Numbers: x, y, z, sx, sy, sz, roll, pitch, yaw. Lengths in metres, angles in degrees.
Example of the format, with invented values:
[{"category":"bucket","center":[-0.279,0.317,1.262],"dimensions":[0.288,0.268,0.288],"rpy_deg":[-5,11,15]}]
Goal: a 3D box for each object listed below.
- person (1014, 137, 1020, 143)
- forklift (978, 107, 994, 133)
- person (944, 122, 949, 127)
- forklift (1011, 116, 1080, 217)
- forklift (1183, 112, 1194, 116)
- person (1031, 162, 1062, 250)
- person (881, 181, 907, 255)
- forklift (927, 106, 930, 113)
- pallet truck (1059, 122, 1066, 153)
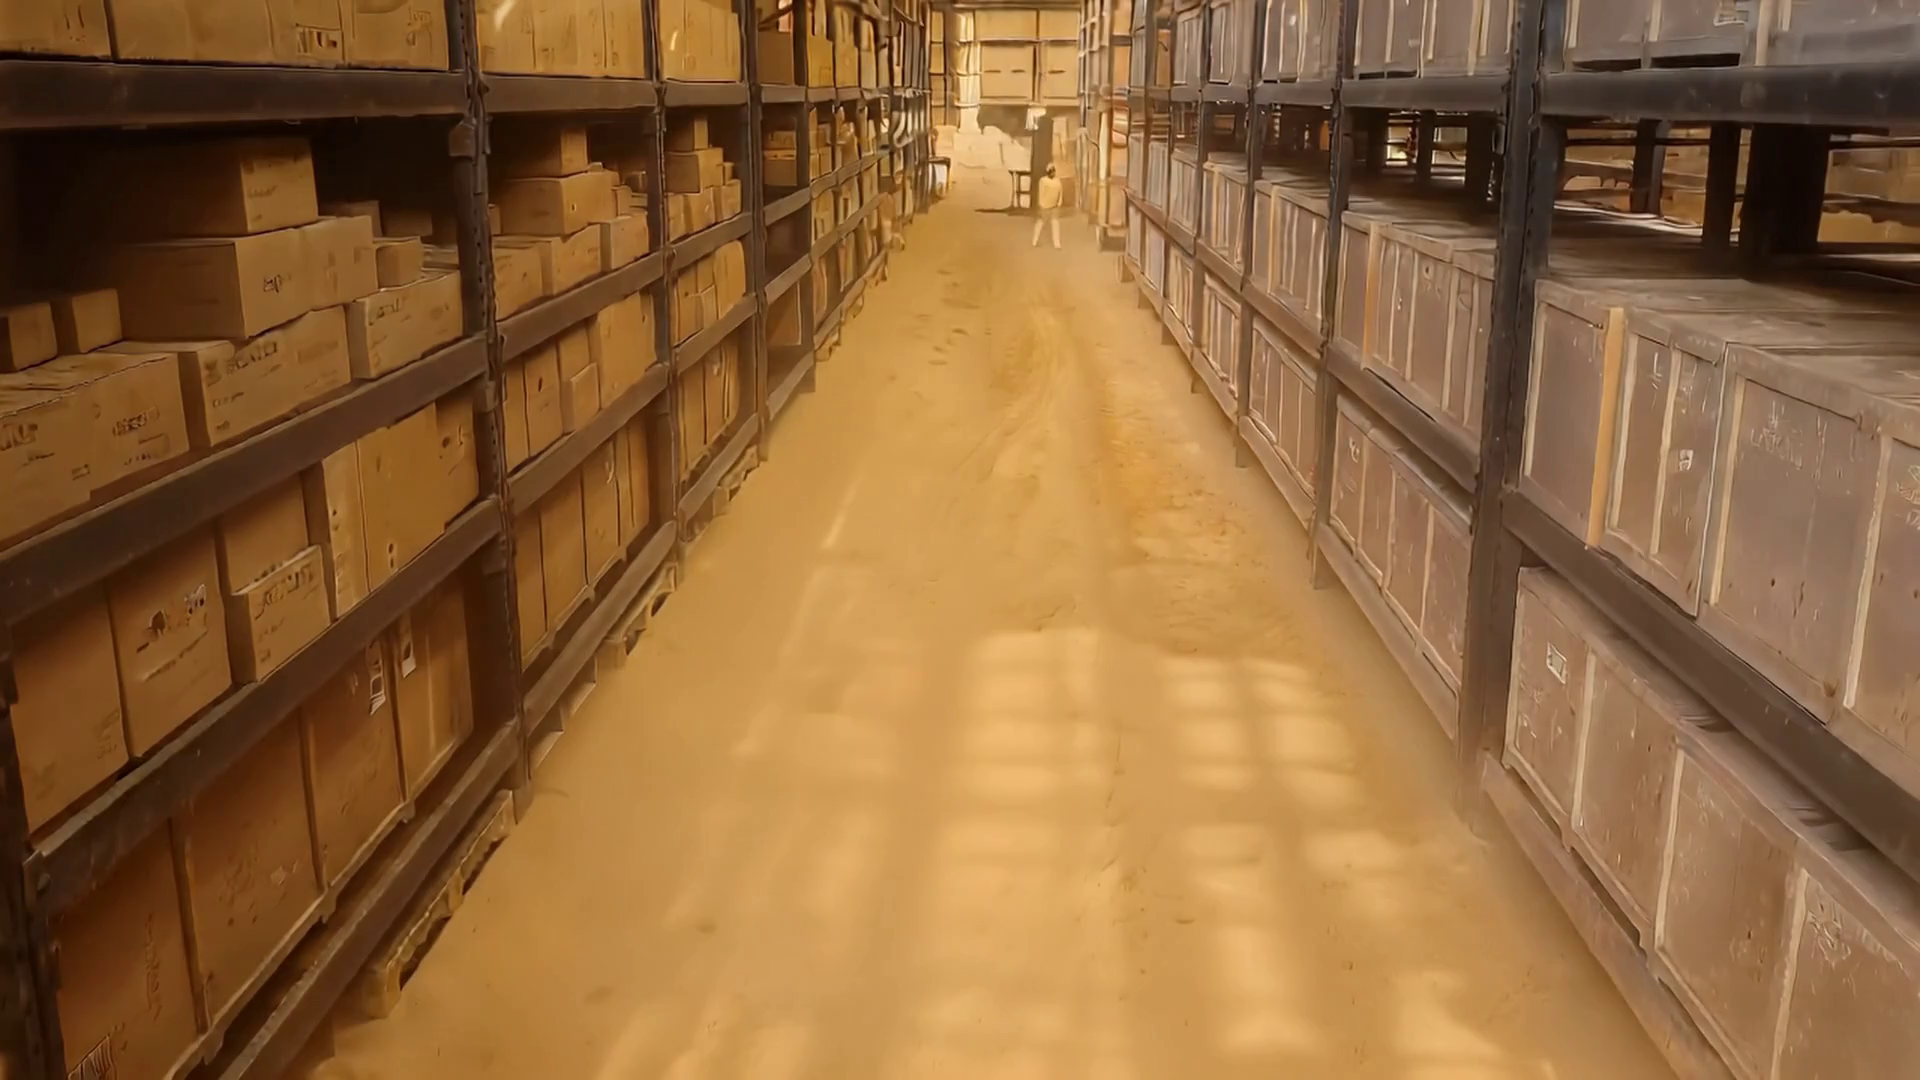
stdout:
[{"category":"person","center":[2.930,-19.557,82.960],"dimensions":[0.637,1.613,0.548],"rpy_deg":[-7,16,-23]},{"category":"forklift","center":[1.279,-19.868,81.714],"dimensions":[1.873,2.768,1.129],"rpy_deg":[-11,18,-34]},{"category":"person","center":[-0.732,-22.134,91.933],"dimensions":[0.545,1.938,0.359],"rpy_deg":[9,17,30]},{"category":"forklift","center":[2.483,-10.731,47.716],"dimensions":[1.873,2.768,1.129],"rpy_deg":[3,15,9]},{"category":"forklift","center":[8.068,-13.489,57.981],"dimensions":[1.129,2.768,1.873],"rpy_deg":[0,15,1]},{"category":"person","center":[1.977,-7.629,37.954],"dimensions":[0.617,1.958,1.001],"rpy_deg":[-7,17,-25]},{"category":"person","center":[-1.490,-7.052,36.438],"dimensions":[0.568,1.608,0.507],"rpy_deg":[-1,15,-5]},{"category":"forklift","center":[-2.001,-20.667,84.687],"dimensions":[1.129,2.768,1.873],"rpy_deg":[0,15,2]},{"category":"pallet truck","center":[5.788,-21.111,88.014],"dimensions":[1.885,1.965,0.823],"rpy_deg":[5,16,18]}]
